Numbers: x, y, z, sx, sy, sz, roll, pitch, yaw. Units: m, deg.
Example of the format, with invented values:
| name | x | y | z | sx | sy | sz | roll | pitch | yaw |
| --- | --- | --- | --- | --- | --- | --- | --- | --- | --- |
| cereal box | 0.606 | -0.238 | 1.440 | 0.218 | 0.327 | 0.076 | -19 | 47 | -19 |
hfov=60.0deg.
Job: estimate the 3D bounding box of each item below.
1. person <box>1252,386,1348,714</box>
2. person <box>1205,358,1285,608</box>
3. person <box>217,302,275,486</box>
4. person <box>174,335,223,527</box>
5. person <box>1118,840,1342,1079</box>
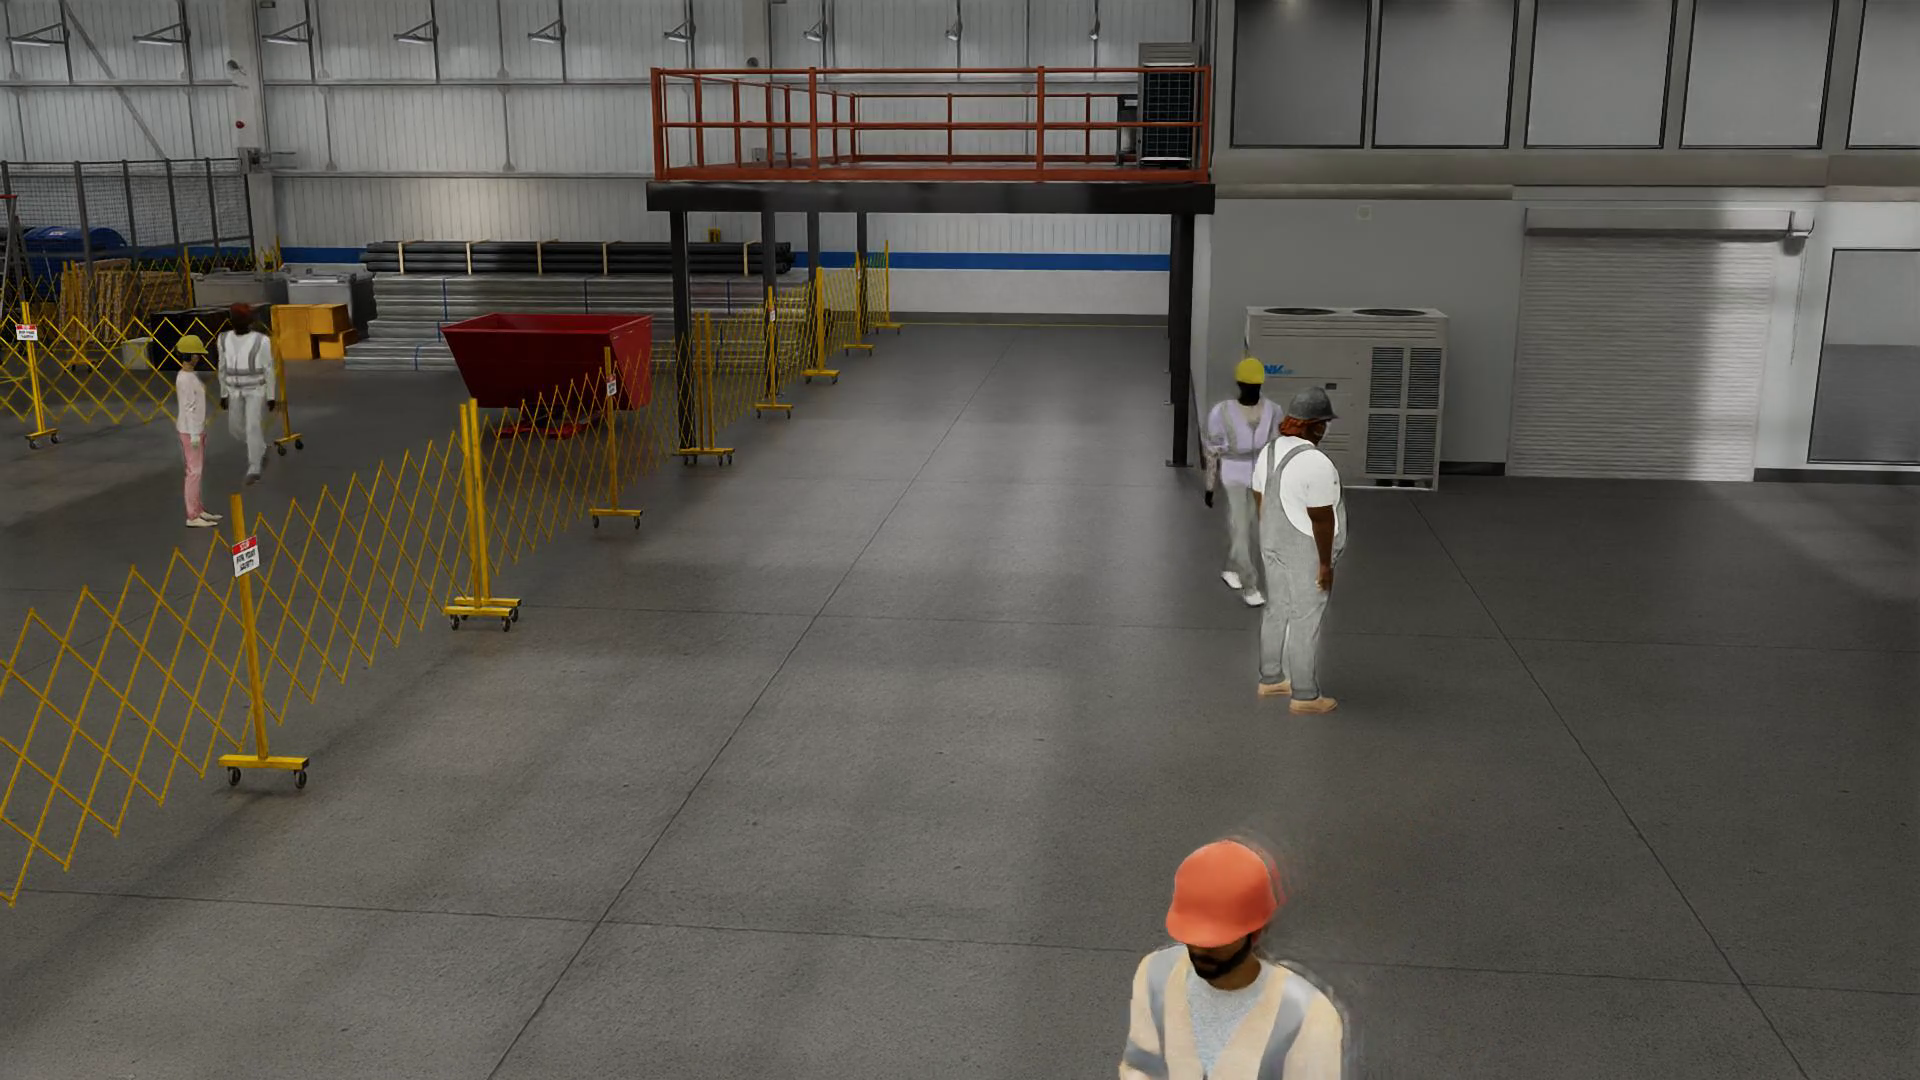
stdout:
| name | x | y | z | sx | sy | sz | roll | pitch | yaw |
| --- | --- | --- | --- | --- | --- | --- | --- | --- | --- |
| person | 2.147 | 0.048 | 10.344 | 0.536 | 2.000 | 0.688 | -6 | 15 | -23 |
| person | 2.215 | -0.464 | 12.782 | 0.604 | 1.871 | 0.980 | -3 | 14 | -13 |
| person | -7.301 | -1.516 | 17.094 | 0.591 | 1.869 | 0.623 | 2 | 14 | 10 |
| person | -6.974 | -0.996 | 15.202 | 0.344 | 1.756 | 0.518 | -5 | 15 | -20 |
| person | 0.589 | 1.648 | 4.054 | 0.580 | 1.915 | 0.681 | 11 | 18 | 39 |
